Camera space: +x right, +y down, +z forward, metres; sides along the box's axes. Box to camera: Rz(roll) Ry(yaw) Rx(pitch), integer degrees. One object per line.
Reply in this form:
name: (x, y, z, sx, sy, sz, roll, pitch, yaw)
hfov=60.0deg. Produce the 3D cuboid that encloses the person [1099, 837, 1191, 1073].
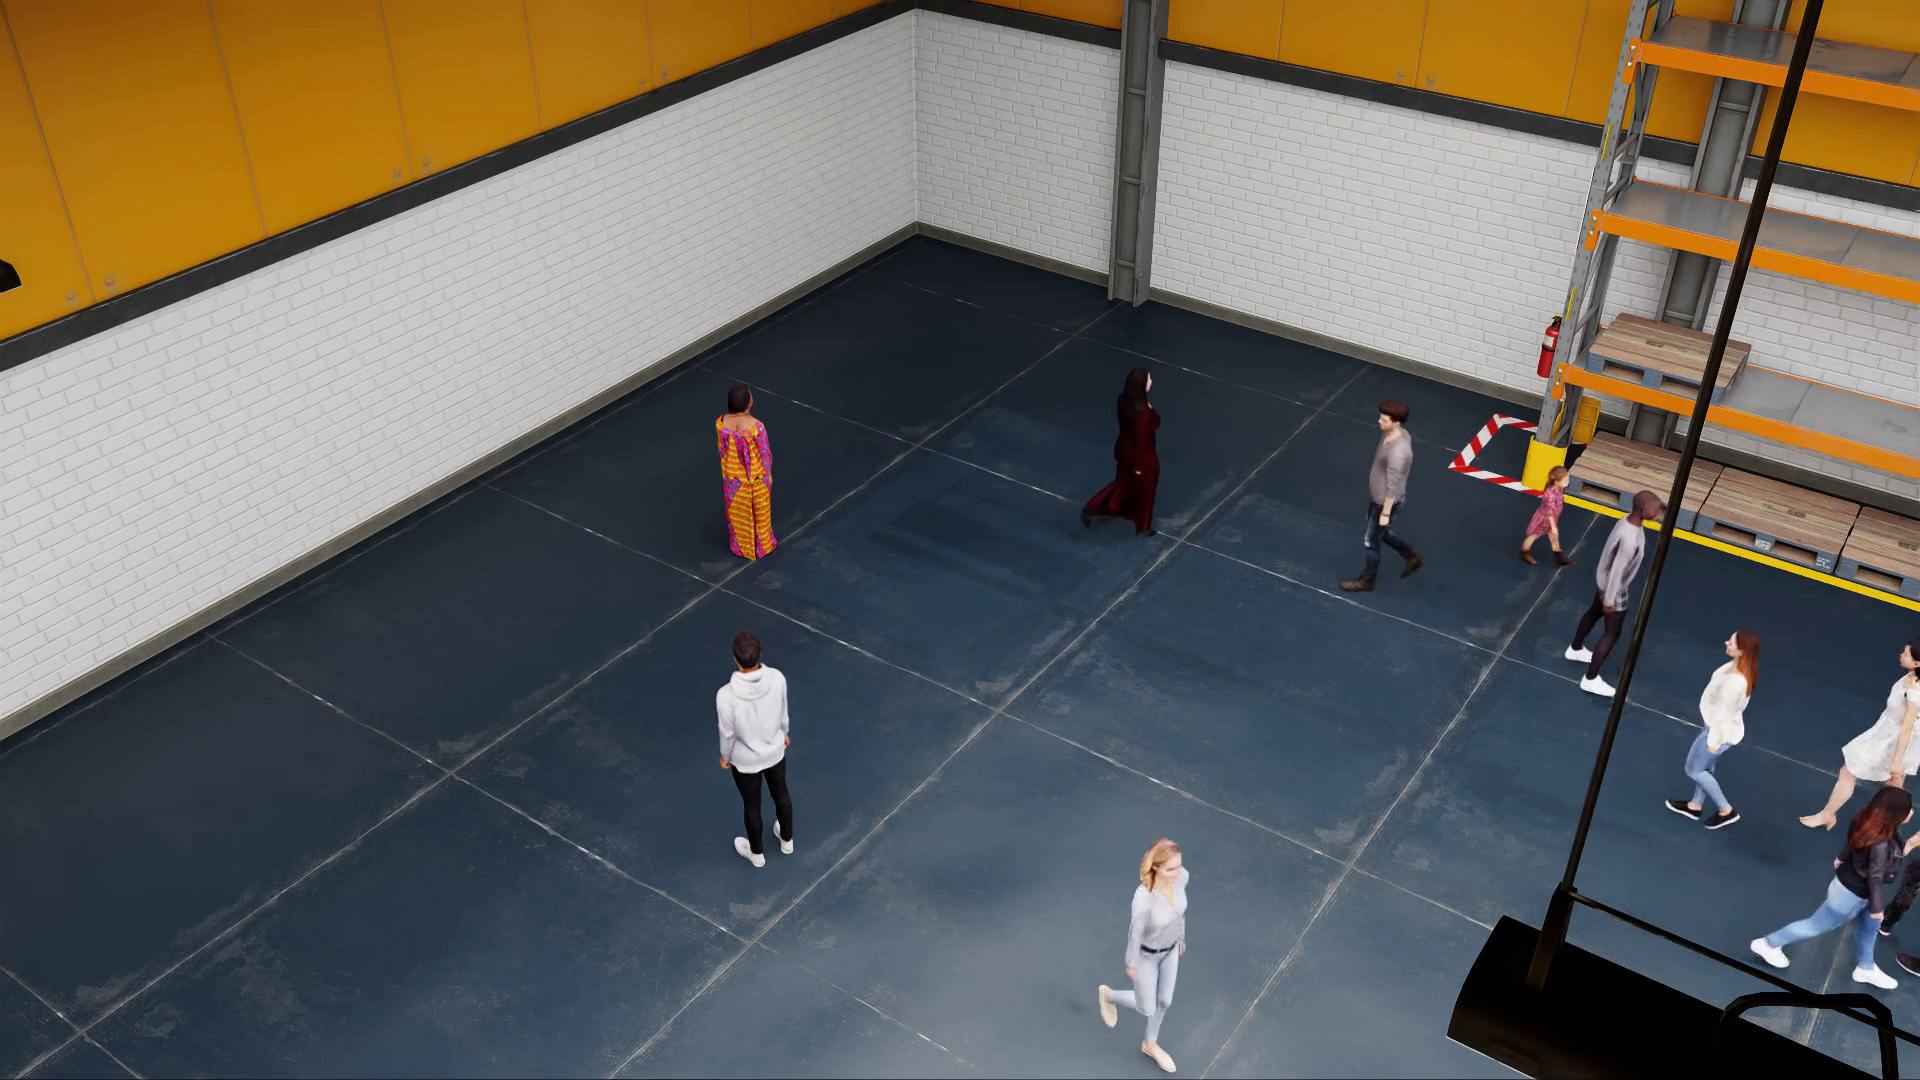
person: (1.116, 2.436, 10.004, 0.717, 1.780, 0.913, -26, 42, -33)

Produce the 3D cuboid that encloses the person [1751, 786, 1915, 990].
person: (5.567, 2.200, 10.533, 1.166, 1.588, 0.772, 14, 36, 20)

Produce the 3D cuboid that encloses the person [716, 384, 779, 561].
person: (-1.896, -0.641, 14.724, 0.674, 1.681, 0.777, 11, 35, 16)

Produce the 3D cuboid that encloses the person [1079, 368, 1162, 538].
person: (1.471, -0.733, 14.809, 1.055, 1.740, 1.027, -9, 35, -13)

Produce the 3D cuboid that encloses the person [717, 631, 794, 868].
person: (-1.377, 1.431, 11.382, 0.763, 1.930, 0.741, -19, 38, -26)

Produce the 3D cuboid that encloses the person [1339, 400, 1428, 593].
person: (3.688, -0.325, 14.066, 1.079, 1.882, 0.929, 6, 34, 9)

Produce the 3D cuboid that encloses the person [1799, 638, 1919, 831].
person: (6.536, 1.467, 11.489, 0.842, 1.751, 0.612, 22, 39, 29)

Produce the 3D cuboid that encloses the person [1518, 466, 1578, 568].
person: (5.138, -0.217, 14.700, 0.701, 1.001, 0.440, 21, 39, 29)

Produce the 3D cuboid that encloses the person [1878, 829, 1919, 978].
person: (6.329, 2.048, 10.448, 0.766, 1.935, 1.003, -24, 41, -32)

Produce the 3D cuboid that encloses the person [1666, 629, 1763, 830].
person: (5.424, 1.366, 11.706, 0.734, 1.680, 0.637, 24, 40, 31)

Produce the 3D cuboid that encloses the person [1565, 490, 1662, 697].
person: (5.153, 0.361, 13.151, 0.756, 1.753, 0.825, 12, 35, 17)
